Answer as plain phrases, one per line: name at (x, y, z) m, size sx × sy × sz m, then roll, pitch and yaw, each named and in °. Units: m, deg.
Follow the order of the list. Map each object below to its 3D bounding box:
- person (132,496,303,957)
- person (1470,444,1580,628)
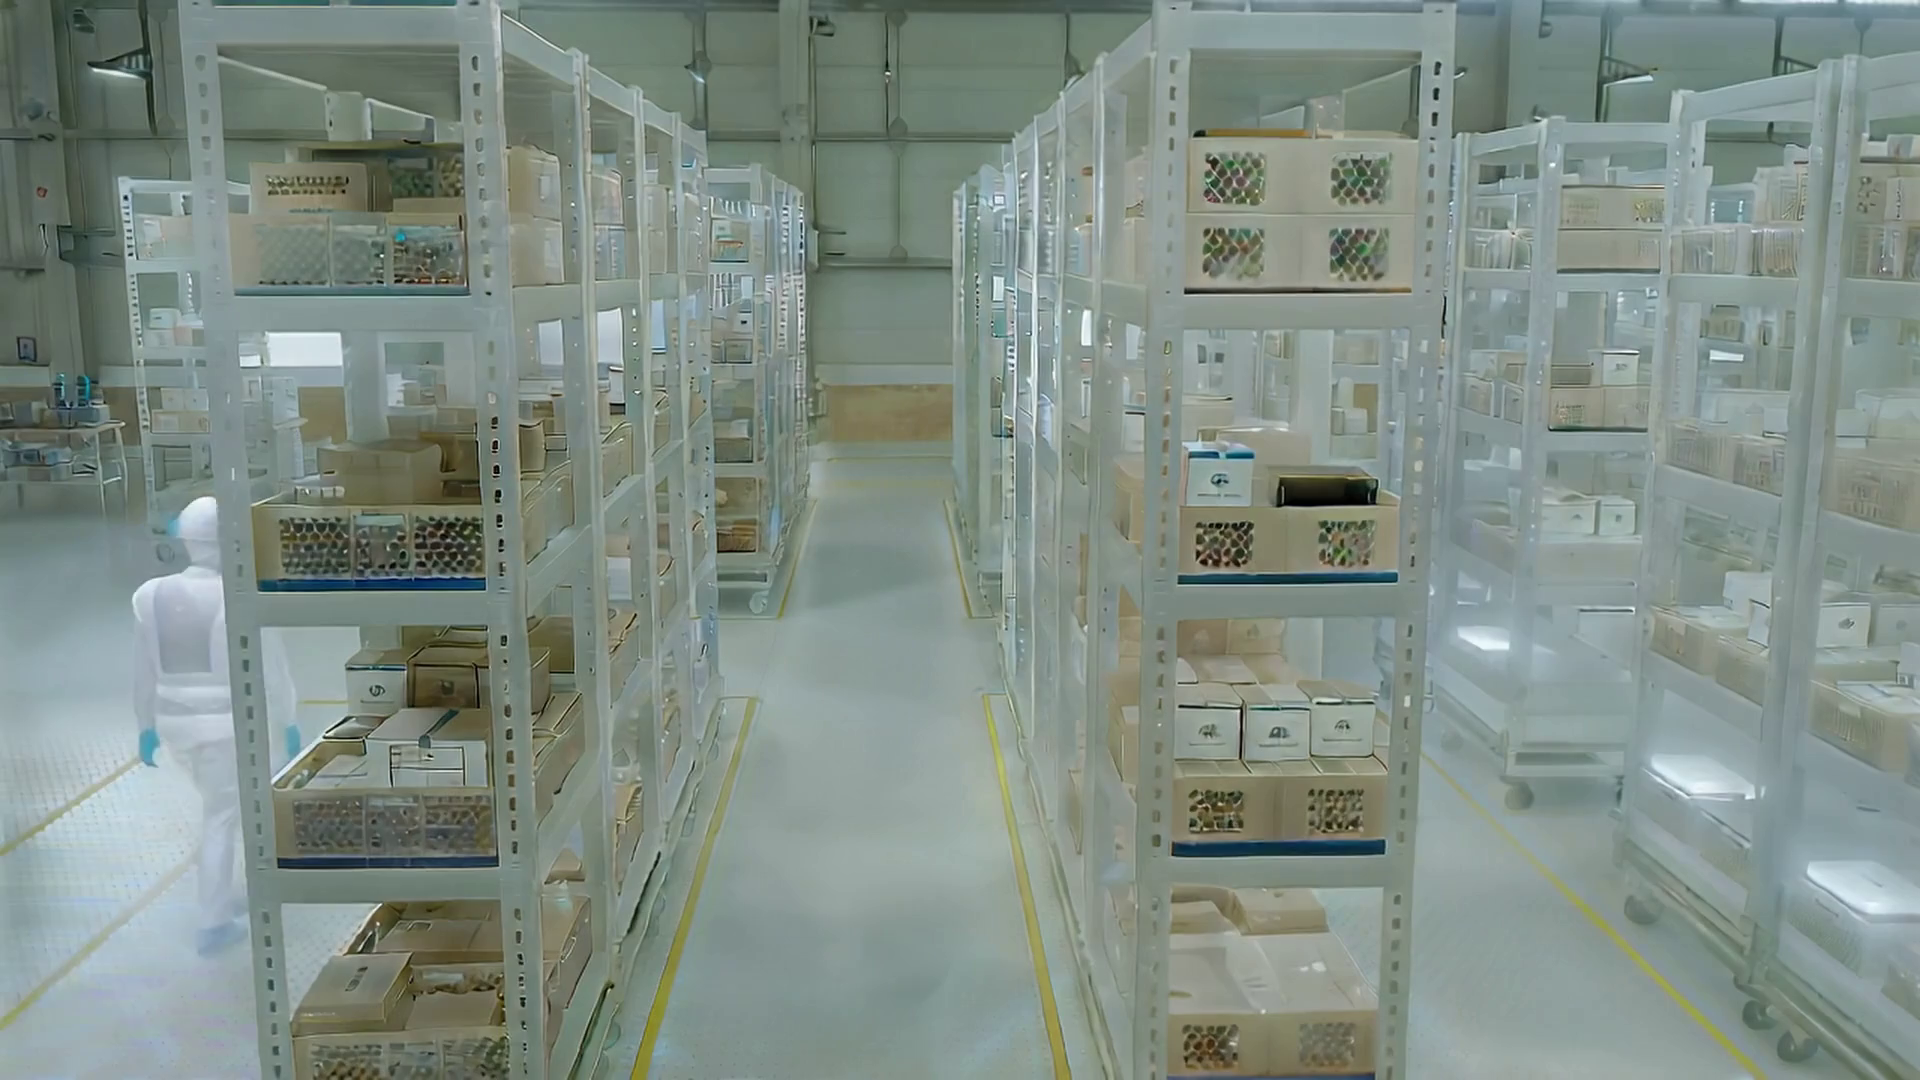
person at (-3.140, 0.759, 7.190) m, size 0.656 × 1.914 × 0.836 m, roll 2°, pitch 10°, yaw 9°
person at (4.251, -0.115, 12.531) m, size 0.890 × 1.788 × 0.626 m, roll -2°, pitch 10°, yaw -10°
